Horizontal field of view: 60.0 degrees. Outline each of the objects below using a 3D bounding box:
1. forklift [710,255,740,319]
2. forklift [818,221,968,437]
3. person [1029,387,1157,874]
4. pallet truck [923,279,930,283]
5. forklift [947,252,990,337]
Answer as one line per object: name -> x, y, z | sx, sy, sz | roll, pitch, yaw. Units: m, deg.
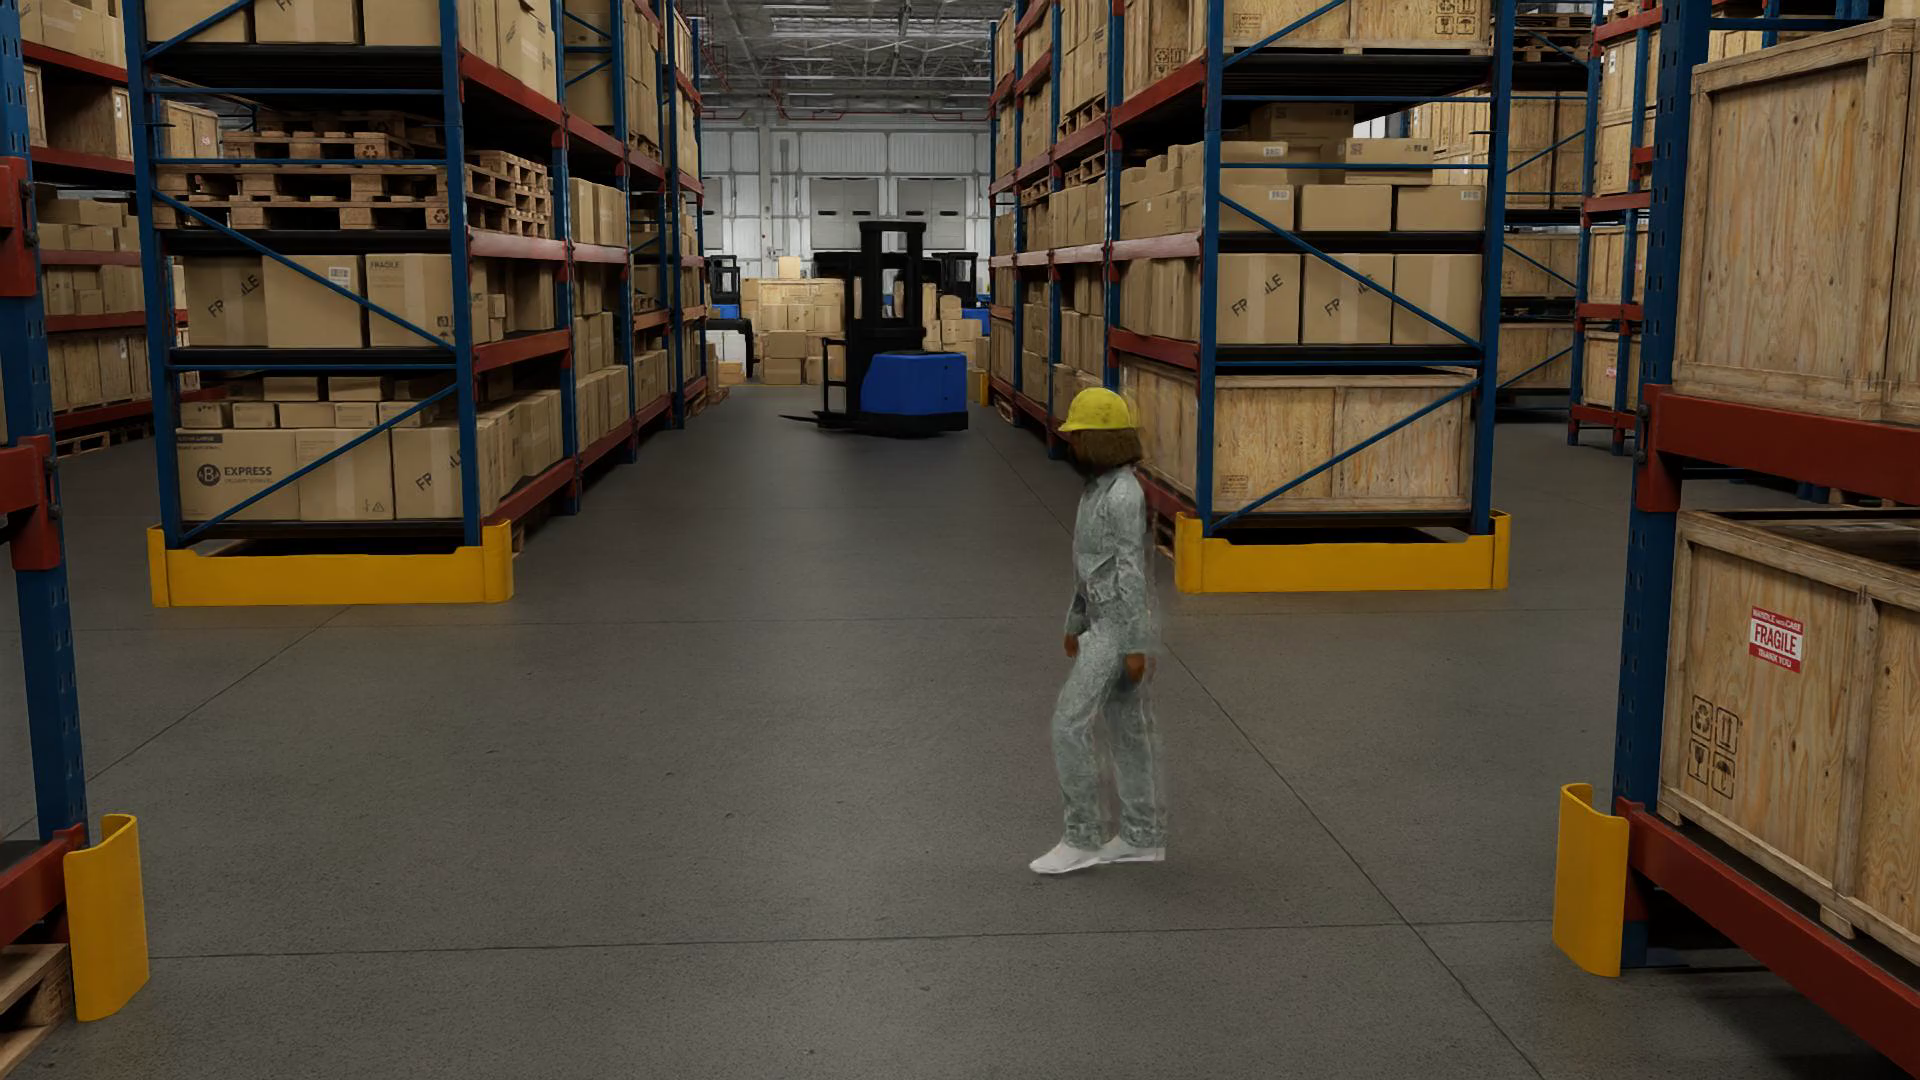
forklift -> -8.366, -8.713, 59.037 | 1.129, 2.768, 1.873 | -1, 9, -4
forklift -> -0.876, -2.845, 22.192 | 1.129, 2.768, 1.873 | -9, 13, -44
person -> 0.444, 0.325, 5.879 | 0.624, 1.721, 0.516 | -1, 9, -5
pallet truck -> -0.932, -8.922, 63.114 | 1.885, 1.965, 0.823 | 2, 9, 13
forklift -> 0.093, -7.478, 51.288 | 1.129, 2.768, 1.873 | -5, 11, -30
